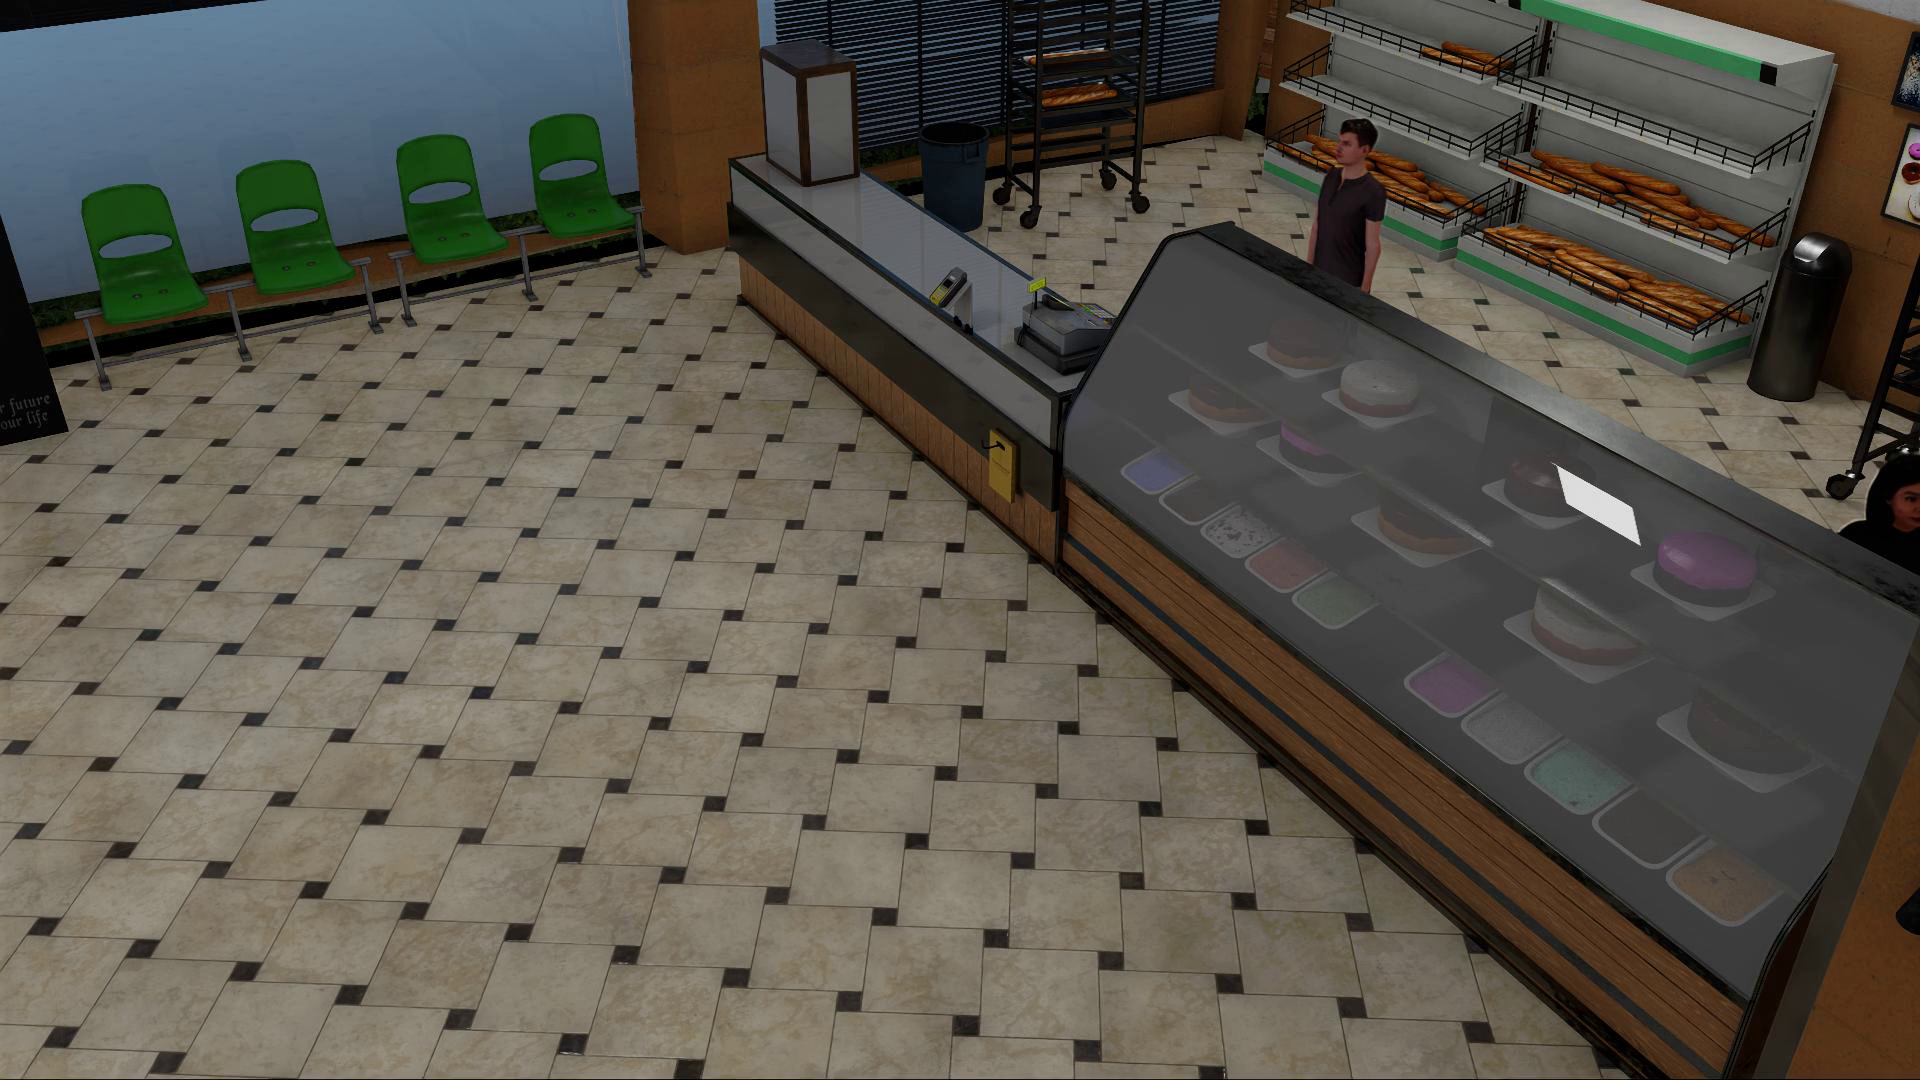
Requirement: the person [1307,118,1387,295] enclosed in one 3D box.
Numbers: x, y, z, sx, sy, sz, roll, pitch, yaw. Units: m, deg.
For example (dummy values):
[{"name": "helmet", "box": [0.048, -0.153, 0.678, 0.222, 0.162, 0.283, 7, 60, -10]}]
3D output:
[{"name": "person", "box": [2.135, -1.453, 9.328, 0.515, 1.851, 0.650, -17, 36, -25]}]
